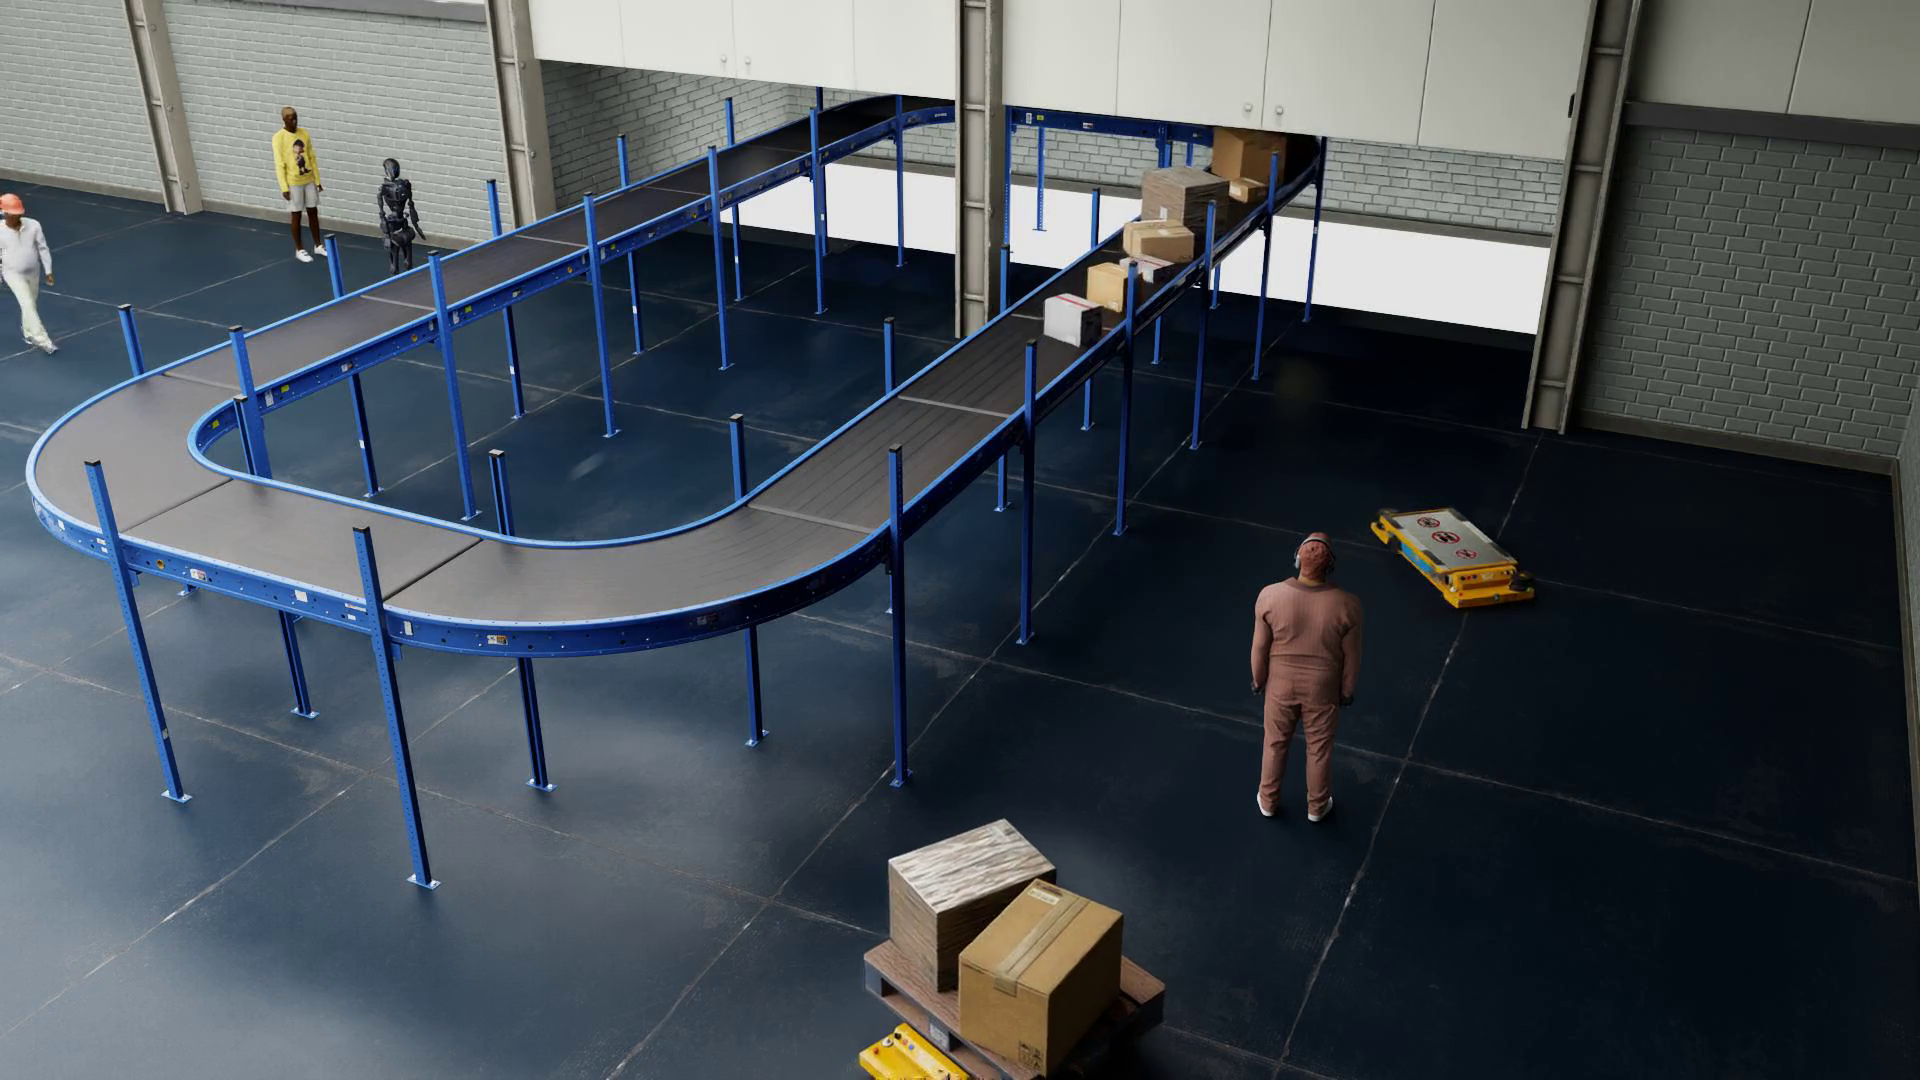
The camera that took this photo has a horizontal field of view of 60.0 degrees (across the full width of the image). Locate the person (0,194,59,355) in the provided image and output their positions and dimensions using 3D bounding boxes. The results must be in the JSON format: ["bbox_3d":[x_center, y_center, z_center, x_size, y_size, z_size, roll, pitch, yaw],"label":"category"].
[{"bbox_3d":[-9.836,-2.809,17.511,0.856,1.698,0.557,17,31,30],"label":"person"}]

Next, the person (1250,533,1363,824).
[{"bbox_3d":[2.057,0.834,9.955,0.639,1.910,0.410,7,27,13],"label":"person"}]

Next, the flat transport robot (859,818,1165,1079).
[{"bbox_3d":[0.253,2.466,8.506,1.431,0.231,0.659,-21,34,-36],"label":"flat transport robot"}]

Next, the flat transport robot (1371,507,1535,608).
[{"bbox_3d":[3.904,0.111,13.253,0.659,0.231,1.431,-7,27,-13],"label":"flat transport robot"}]

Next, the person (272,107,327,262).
[{"bbox_3d":[-8.151,-4.400,20.523,0.383,1.892,0.550,18,31,32],"label":"person"}]

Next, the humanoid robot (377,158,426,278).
[{"bbox_3d":[-6.400,-3.539,19.008,0.315,1.657,0.599,12,29,23],"label":"humanoid robot"}]
